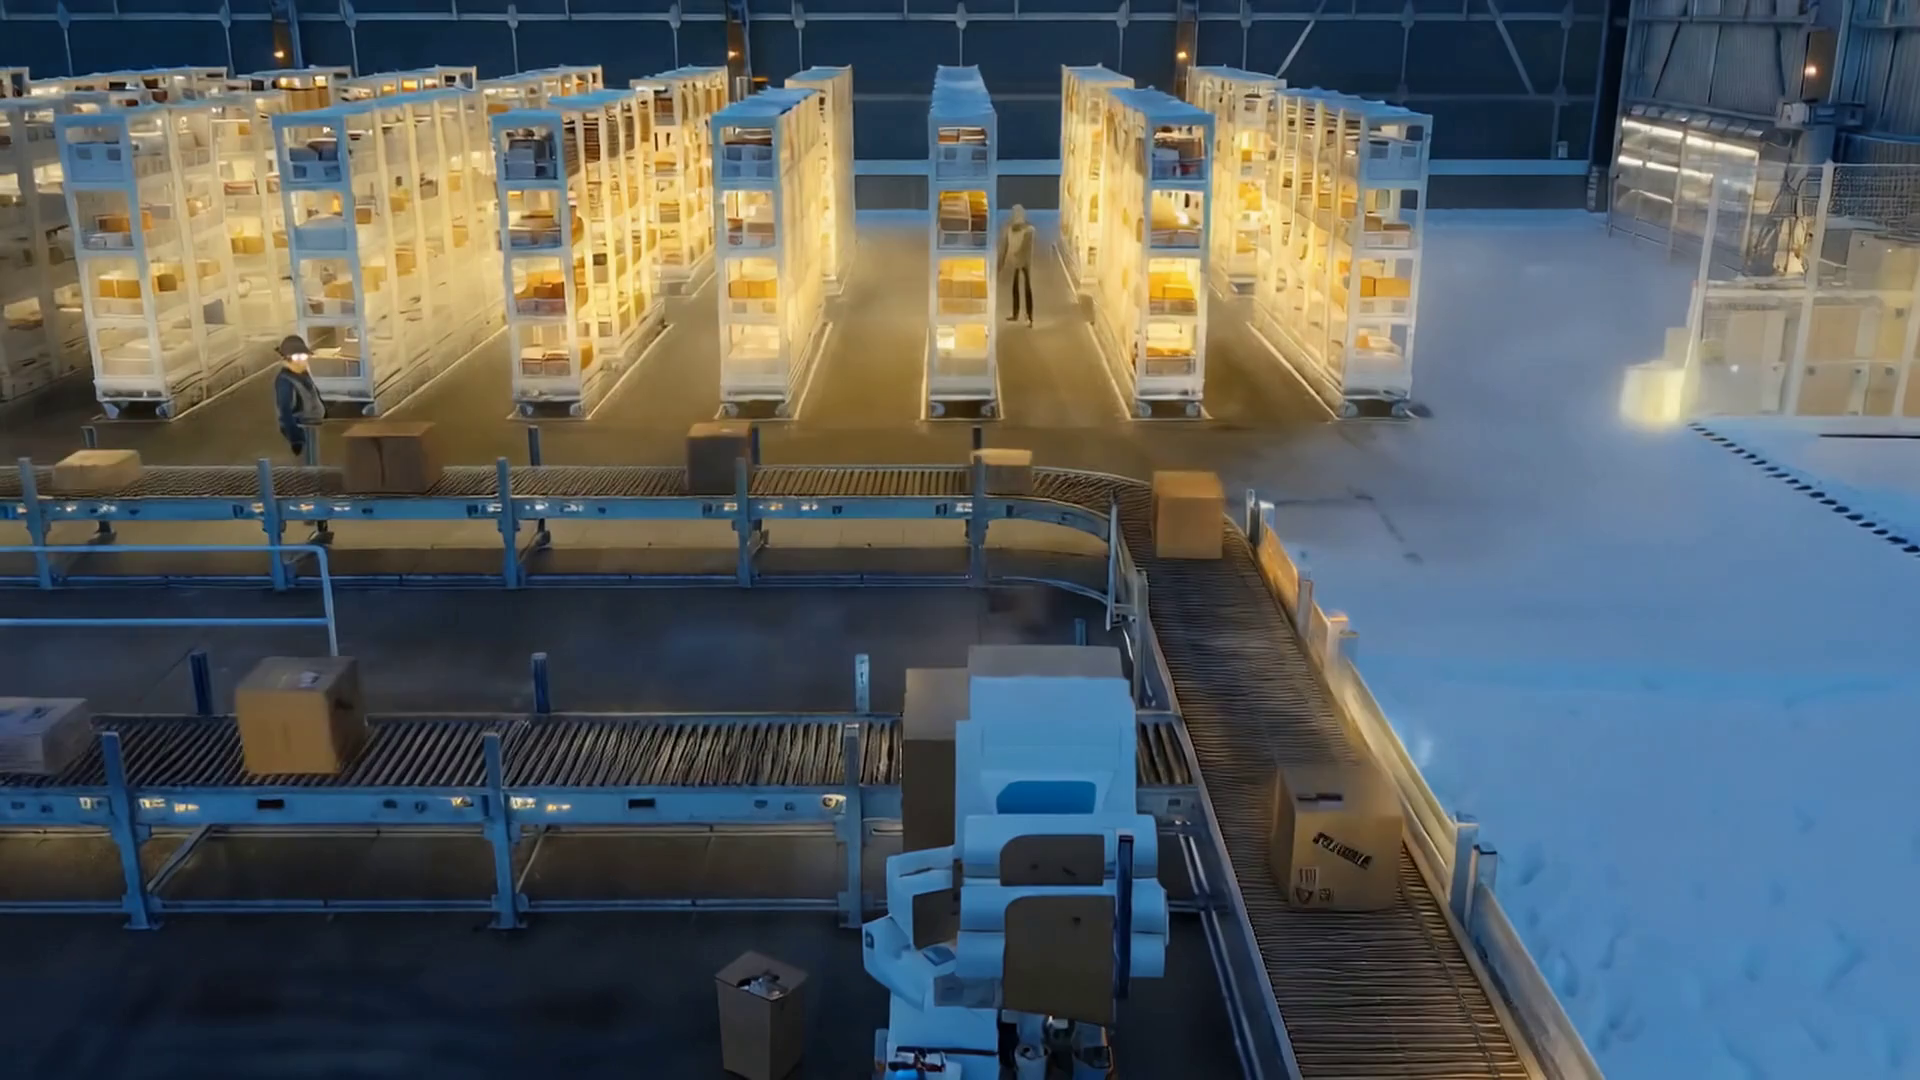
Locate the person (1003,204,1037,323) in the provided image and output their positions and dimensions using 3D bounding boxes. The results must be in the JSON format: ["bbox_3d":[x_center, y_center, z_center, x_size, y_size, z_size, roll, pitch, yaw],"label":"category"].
[{"bbox_3d":[0.929,-4.323,25.997,0.572,1.831,0.411,10,21,28],"label":"person"}]

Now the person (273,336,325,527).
[{"bbox_3d":[-6.274,-1.043,15.886,0.403,1.833,0.586,-2,18,-6],"label":"person"}]

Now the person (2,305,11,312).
[{"bbox_3d":[-15.838,-4.584,26.601,0.934,1.951,0.636,-7,19,-20],"label":"person"}]
